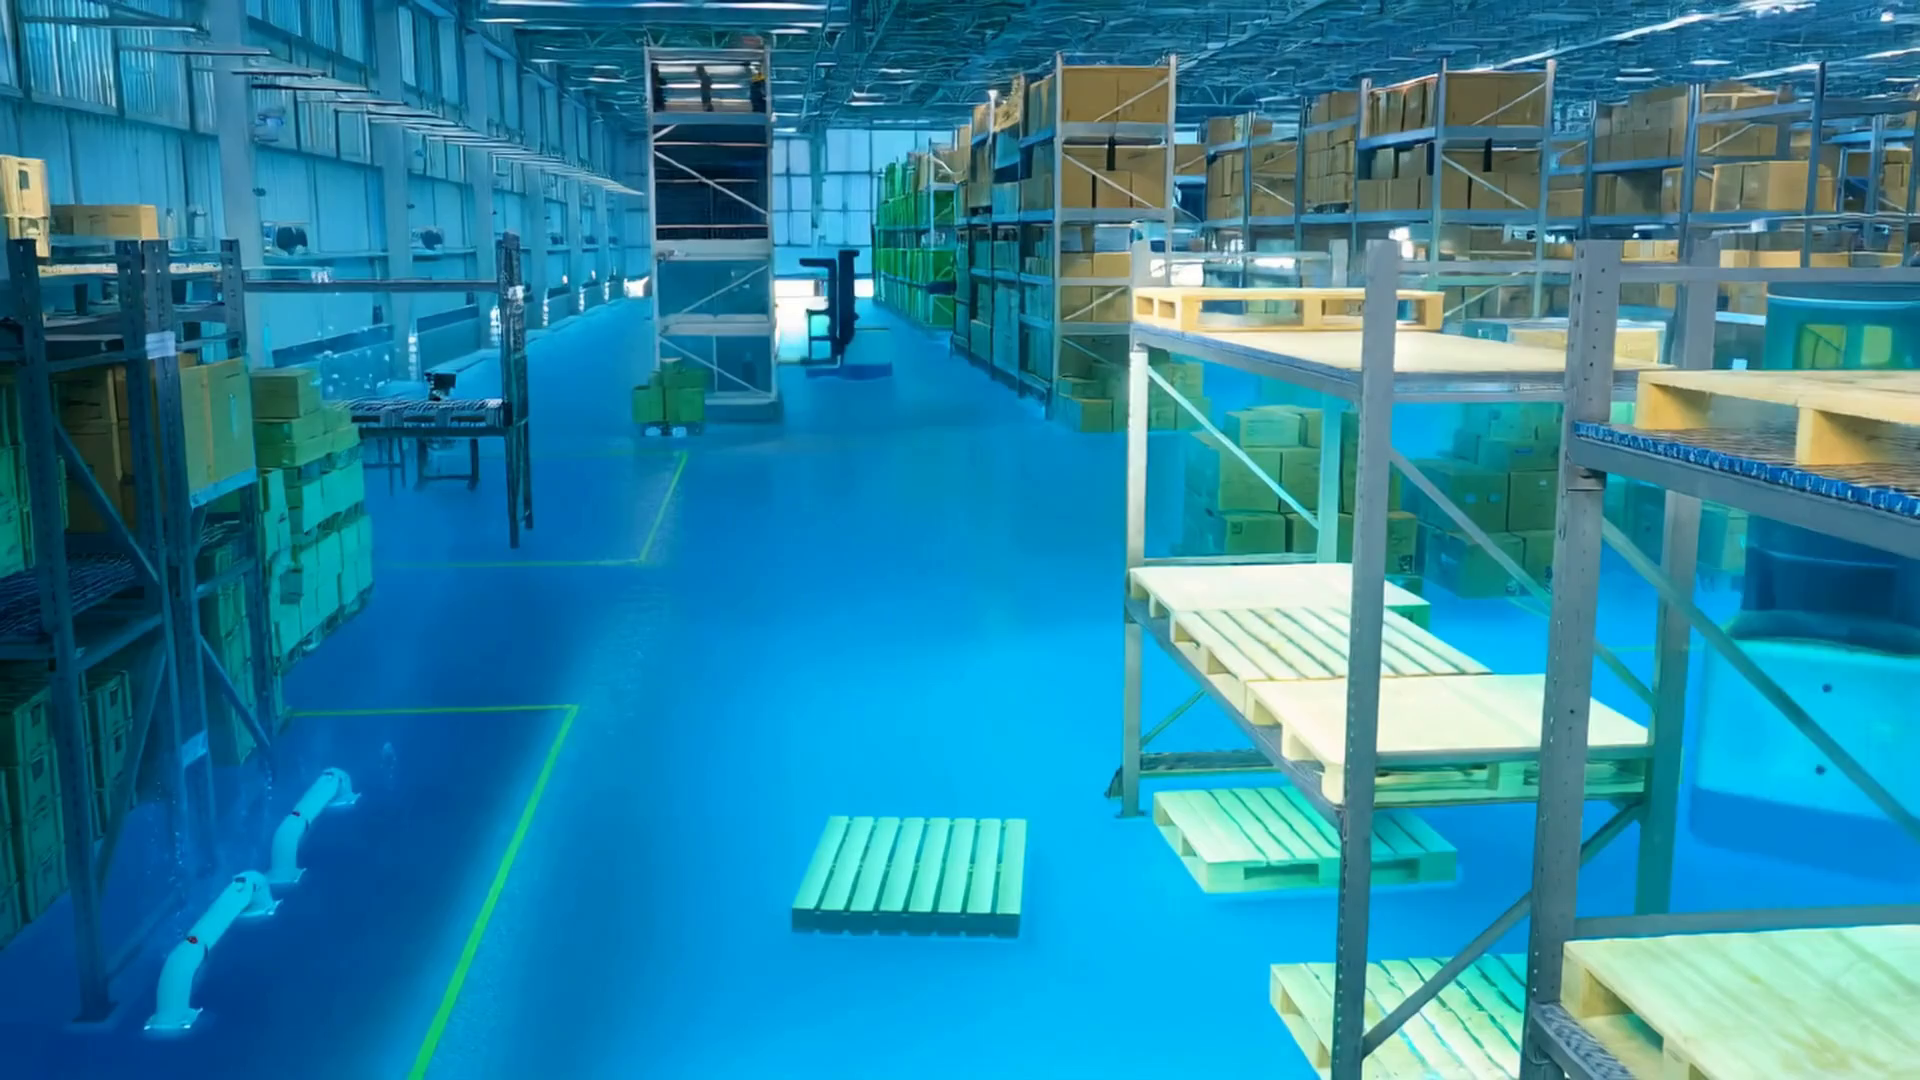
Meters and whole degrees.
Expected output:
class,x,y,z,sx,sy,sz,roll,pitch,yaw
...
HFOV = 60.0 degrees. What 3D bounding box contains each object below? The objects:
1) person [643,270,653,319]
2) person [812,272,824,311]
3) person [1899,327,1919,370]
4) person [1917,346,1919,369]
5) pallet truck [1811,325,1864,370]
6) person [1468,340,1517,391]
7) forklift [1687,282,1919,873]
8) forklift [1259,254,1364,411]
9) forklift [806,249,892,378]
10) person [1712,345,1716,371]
class,x,y,z,sx,sy,sz,roll,pitch,yaw
person,-12.033,-9.526,64.464,0.400,1.894,0.653,9,13,40
person,-5.841,-10.148,68.355,0.512,1.713,0.738,0,10,1
person,17.659,-3.491,30.975,0.635,1.910,0.828,-1,10,-7
person,16.053,-2.880,27.567,0.470,1.912,0.671,1,10,4
pallet truck,15.846,-3.142,28.793,1.885,1.965,0.823,2,10,12
person,5.696,-1.161,17.905,0.566,1.971,0.620,-8,13,-39
forklift,4.600,0.063,8.585,1.129,2.768,1.873,7,12,34
forklift,5.428,-2.766,24.257,1.873,2.768,1.129,-4,11,-20
forklift,-2.477,-5.023,36.766,1.873,2.768,1.129,-1,10,-6
person,8.531,-1.345,19.161,1.032,1.878,0.651,-3,11,-16
